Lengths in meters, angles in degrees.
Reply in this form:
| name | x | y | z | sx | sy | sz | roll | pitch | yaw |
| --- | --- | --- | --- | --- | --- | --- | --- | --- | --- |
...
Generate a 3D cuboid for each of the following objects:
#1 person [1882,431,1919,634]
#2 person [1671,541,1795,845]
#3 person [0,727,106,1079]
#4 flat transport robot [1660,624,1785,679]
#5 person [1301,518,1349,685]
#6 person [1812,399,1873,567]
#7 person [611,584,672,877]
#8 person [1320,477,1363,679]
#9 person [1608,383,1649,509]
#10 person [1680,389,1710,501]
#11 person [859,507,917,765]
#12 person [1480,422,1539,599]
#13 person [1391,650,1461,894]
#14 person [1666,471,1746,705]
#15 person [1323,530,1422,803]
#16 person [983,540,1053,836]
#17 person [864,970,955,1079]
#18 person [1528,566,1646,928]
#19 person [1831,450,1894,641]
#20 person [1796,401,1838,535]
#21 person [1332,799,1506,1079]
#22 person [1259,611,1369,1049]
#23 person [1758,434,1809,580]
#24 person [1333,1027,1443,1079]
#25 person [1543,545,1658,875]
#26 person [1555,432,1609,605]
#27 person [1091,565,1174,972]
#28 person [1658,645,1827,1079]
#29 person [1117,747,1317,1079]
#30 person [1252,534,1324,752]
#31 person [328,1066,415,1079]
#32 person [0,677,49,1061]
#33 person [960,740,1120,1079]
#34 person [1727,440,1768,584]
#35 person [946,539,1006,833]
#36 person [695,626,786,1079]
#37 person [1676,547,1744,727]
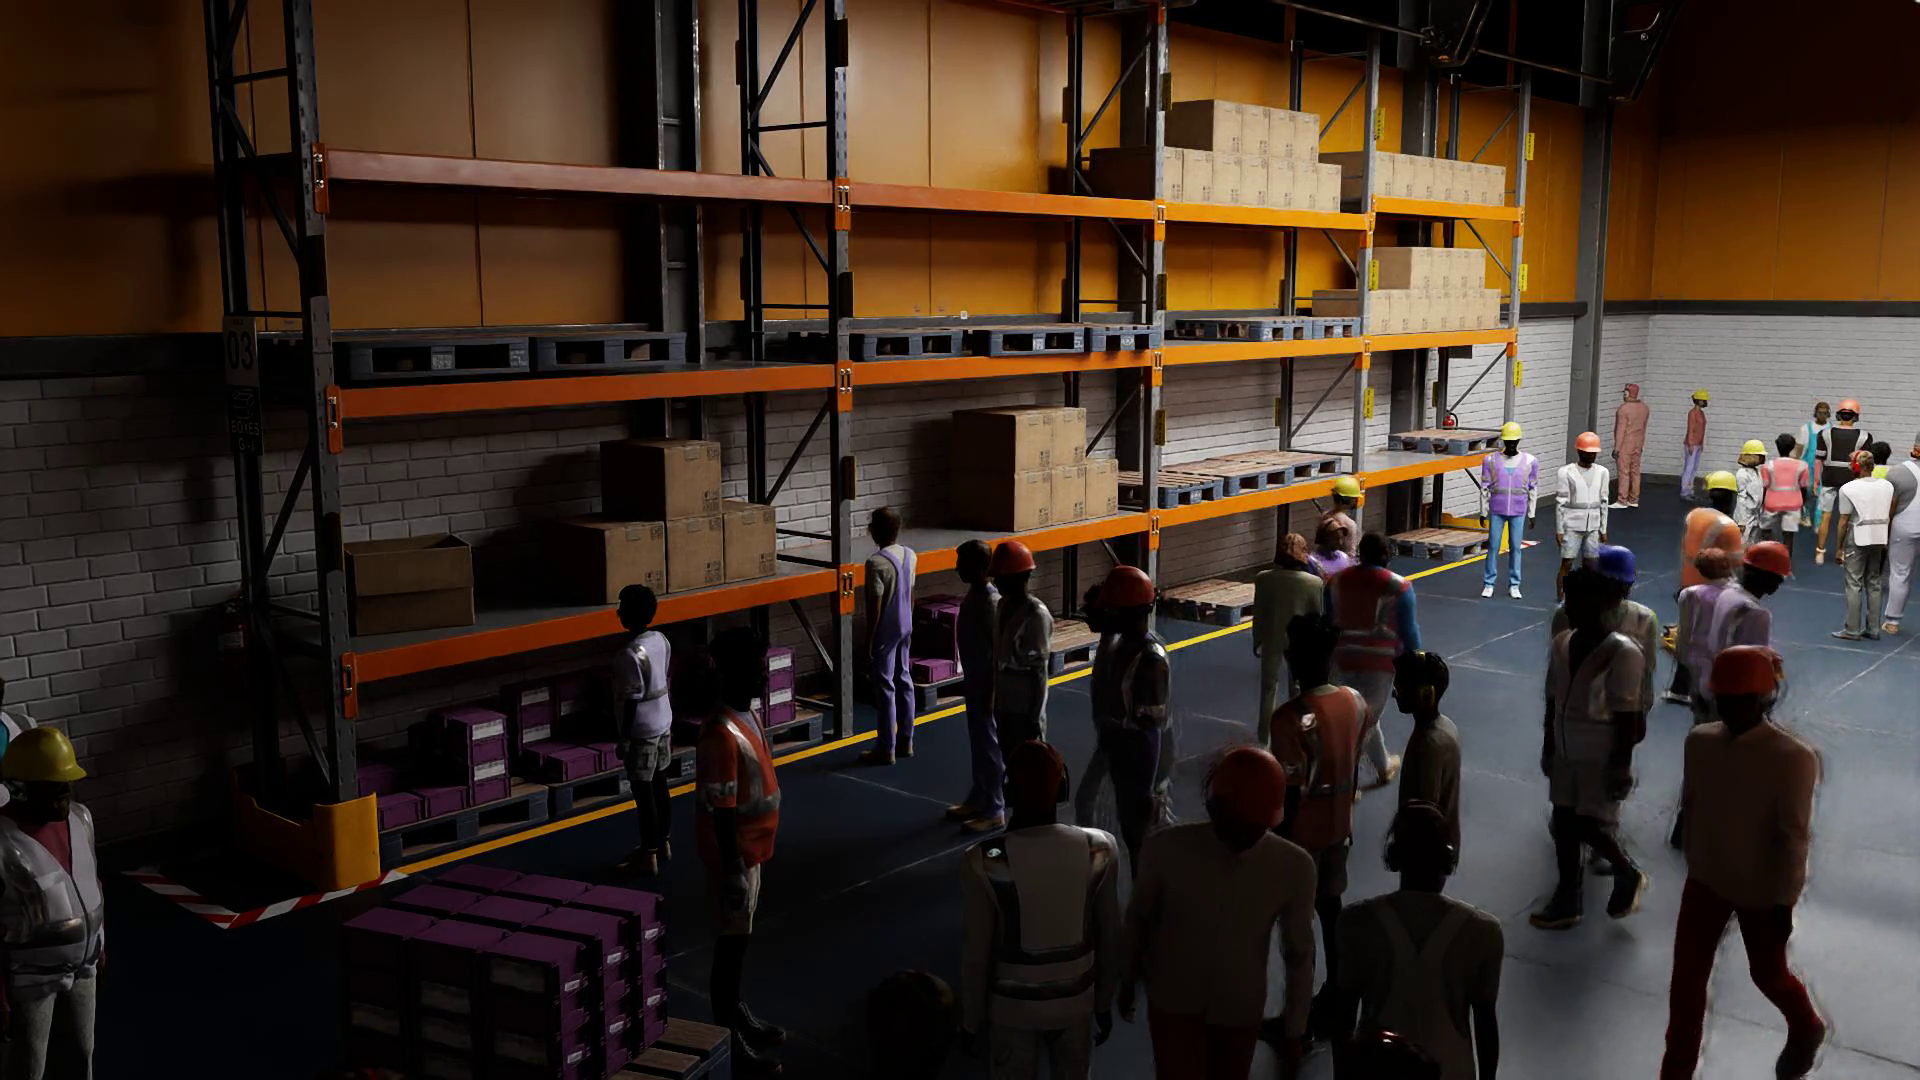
| name | x | y | z | sx | sy | sz | roll | pitch | yaw |
| --- | --- | --- | --- | --- | --- | --- | --- | --- | --- |
| person | 9.320 | -0.091 | 16.167 | 0.689 | 2.000 | 0.538 | 3 | 9 | 21 |
| person | 4.742 | 0.939 | 9.992 | 0.857 | 1.886 | 0.598 | 1 | 9 | 5 |
| person | -3.356 | 1.578 | 6.117 | 0.403 | 1.824 | 0.590 | 2 | 9 | 13 |
| flat transport robot | 6.808 | 0.986 | 14.896 | 0.652 | 0.197 | 1.431 | 1 | 9 | 8 |
| person | 2.792 | 0.644 | 12.716 | 0.514 | 1.640 | 0.310 | -7 | 11 | -40 |
| person | 10.621 | -0.688 | 20.064 | 0.610 | 2.032 | 0.409 | 5 | 10 | 28 |
| person | -1.843 | 1.093 | 9.634 | 0.318 | 1.697 | 0.533 | 2 | 9 | 11 |
| person | 3.277 | 0.328 | 14.375 | 0.362 | 1.757 | 0.543 | -3 | 9 | -18 |
| person | 10.087 | -1.416 | 25.140 | 0.651 | 1.907 | 0.409 | -6 | 10 | -32 |
| person | 11.545 | -1.486 | 26.075 | 0.340 | 1.760 | 0.526 | 7 | 12 | 40 |
| person | -0.517 | 0.677 | 11.839 | 0.346 | 1.846 | 0.507 | 6 | 11 | 34 |
| person | 5.934 | -0.319 | 18.001 | 0.591 | 1.926 | 0.386 | 2 | 9 | 15 |
| person | 1.995 | 1.389 | 7.214 | 0.334 | 1.860 | 0.510 | 3 | 9 | 19 |
| person | 6.102 | 0.397 | 13.475 | 0.773 | 1.890 | 0.642 | 0 | 9 | -3 |
| person | 2.747 | 0.833 | 11.042 | 0.658 | 1.785 | 0.942 | 8 | 12 | 42 |
| person | 0.319 | 0.955 | 9.786 | 0.382 | 1.928 | 0.546 | -4 | 10 | -25 |
| person | -0.111 | 1.902 | 4.047 | 0.521 | 1.804 | 0.879 | 7 | 11 | 39 |
| person | 3.319 | 1.100 | 8.766 | 0.523 | 1.949 | 0.637 | -3 | 9 | -20 |
| person | 8.628 | 0.059 | 15.900 | 0.561 | 1.828 | 0.419 | -2 | 9 | -12 |
| person | 11.756 | -1.010 | 22.836 | 0.520 | 1.816 | 0.889 | 3 | 9 | 20 |
| person | 1.414 | 1.713 | 5.191 | 0.503 | 1.839 | 0.341 | 2 | 9 | 14 |
| person | 1.569 | 1.291 | 7.489 | 0.618 | 1.964 | 0.361 | -8 | 12 | -42 |
| person | 9.500 | -0.384 | 19.223 | 0.549 | 1.682 | 0.542 | 3 | 9 | 20 |
| person | 0.853 | 1.948 | 3.771 | 0.642 | 1.819 | 0.438 | -2 | 9 | -10 |
| person | 3.714 | 0.966 | 9.696 | 0.621 | 1.927 | 0.542 | 1 | 9 | 7 |
| person | 6.302 | -0.137 | 16.832 | 0.546 | 1.929 | 0.388 | -1 | 9 | -6 |
| person | 0.852 | 1.132 | 8.323 | 0.416 | 2.034 | 0.603 | -1 | 9 | -8 |
| person | 3.272 | 1.387 | 6.909 | 0.948 | 1.967 | 0.608 | -6 | 11 | -34 |
| person | 0.864 | 1.600 | 5.639 | 0.644 | 1.919 | 0.893 | 0 | 9 | 1 |
| person | 2.366 | 0.759 | 12.026 | 0.511 | 1.622 | 0.290 | 3 | 9 | 17 |
| person | -1.353 | 2.003 | 3.428 | 0.450 | 1.802 | 0.686 | 1 | 9 | 7 |
| person | -4.146 | 1.420 | 7.113 | 0.429 | 1.830 | 0.639 | 4 | 10 | 24 |
| person | 0.270 | 1.605 | 5.724 | 0.573 | 1.887 | 0.356 | -3 | 9 | -17 |
| person | 8.484 | -0.210 | 17.888 | 0.295 | 1.744 | 0.487 | 8 | 12 | 42 |
| person | 0.124 | 0.904 | 10.393 | 0.346 | 1.841 | 0.506 | -2 | 9 | -15 |
| person | -0.956 | 1.333 | 7.221 | 0.365 | 1.965 | 0.608 | 0 | 9 | -1 |
| person | 5.200 | 0.863 | 11.407 | 0.528 | 1.614 | 0.651 | 2 | 9 | 15 |
